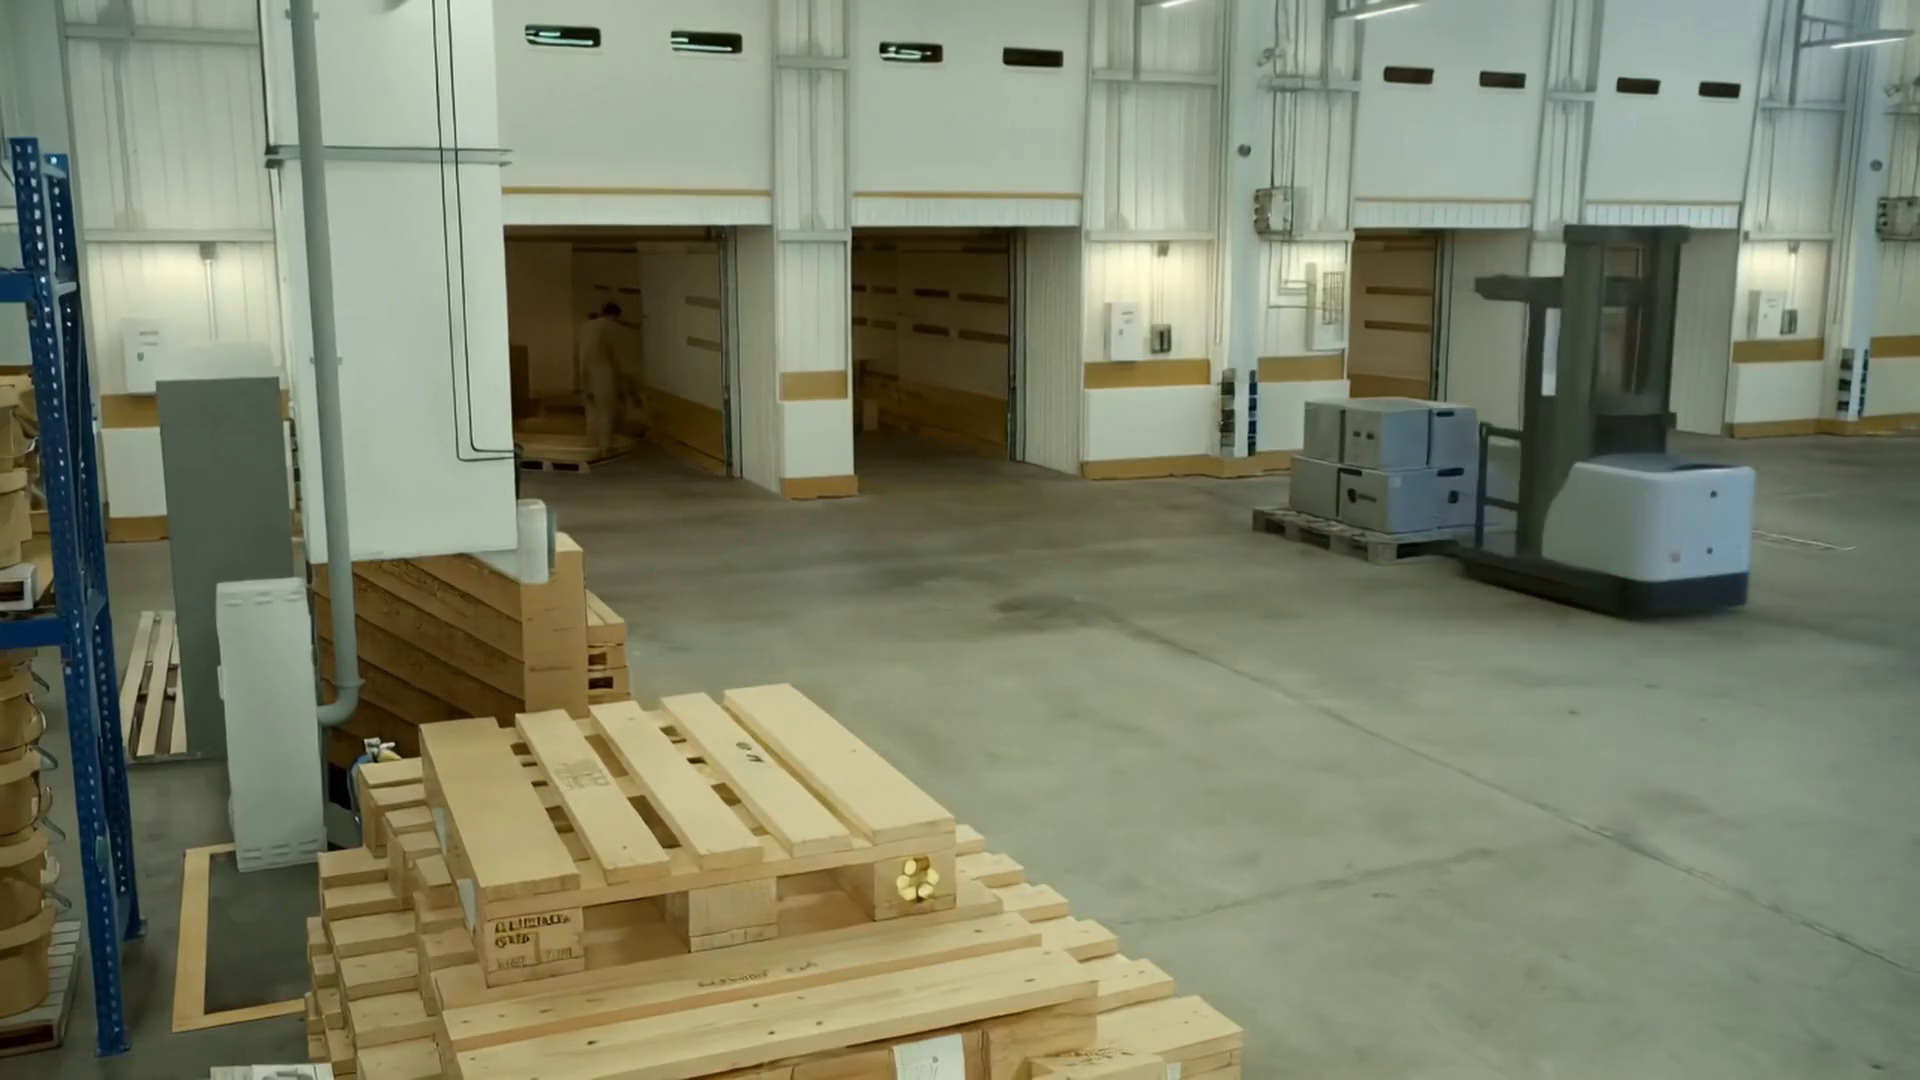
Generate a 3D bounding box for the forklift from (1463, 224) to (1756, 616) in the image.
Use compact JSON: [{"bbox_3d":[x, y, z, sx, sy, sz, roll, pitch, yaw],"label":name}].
[{"bbox_3d":[4.938,-0.970,12.534,1.129,2.768,1.873,-4,11,-23],"label":"forklift"}]
